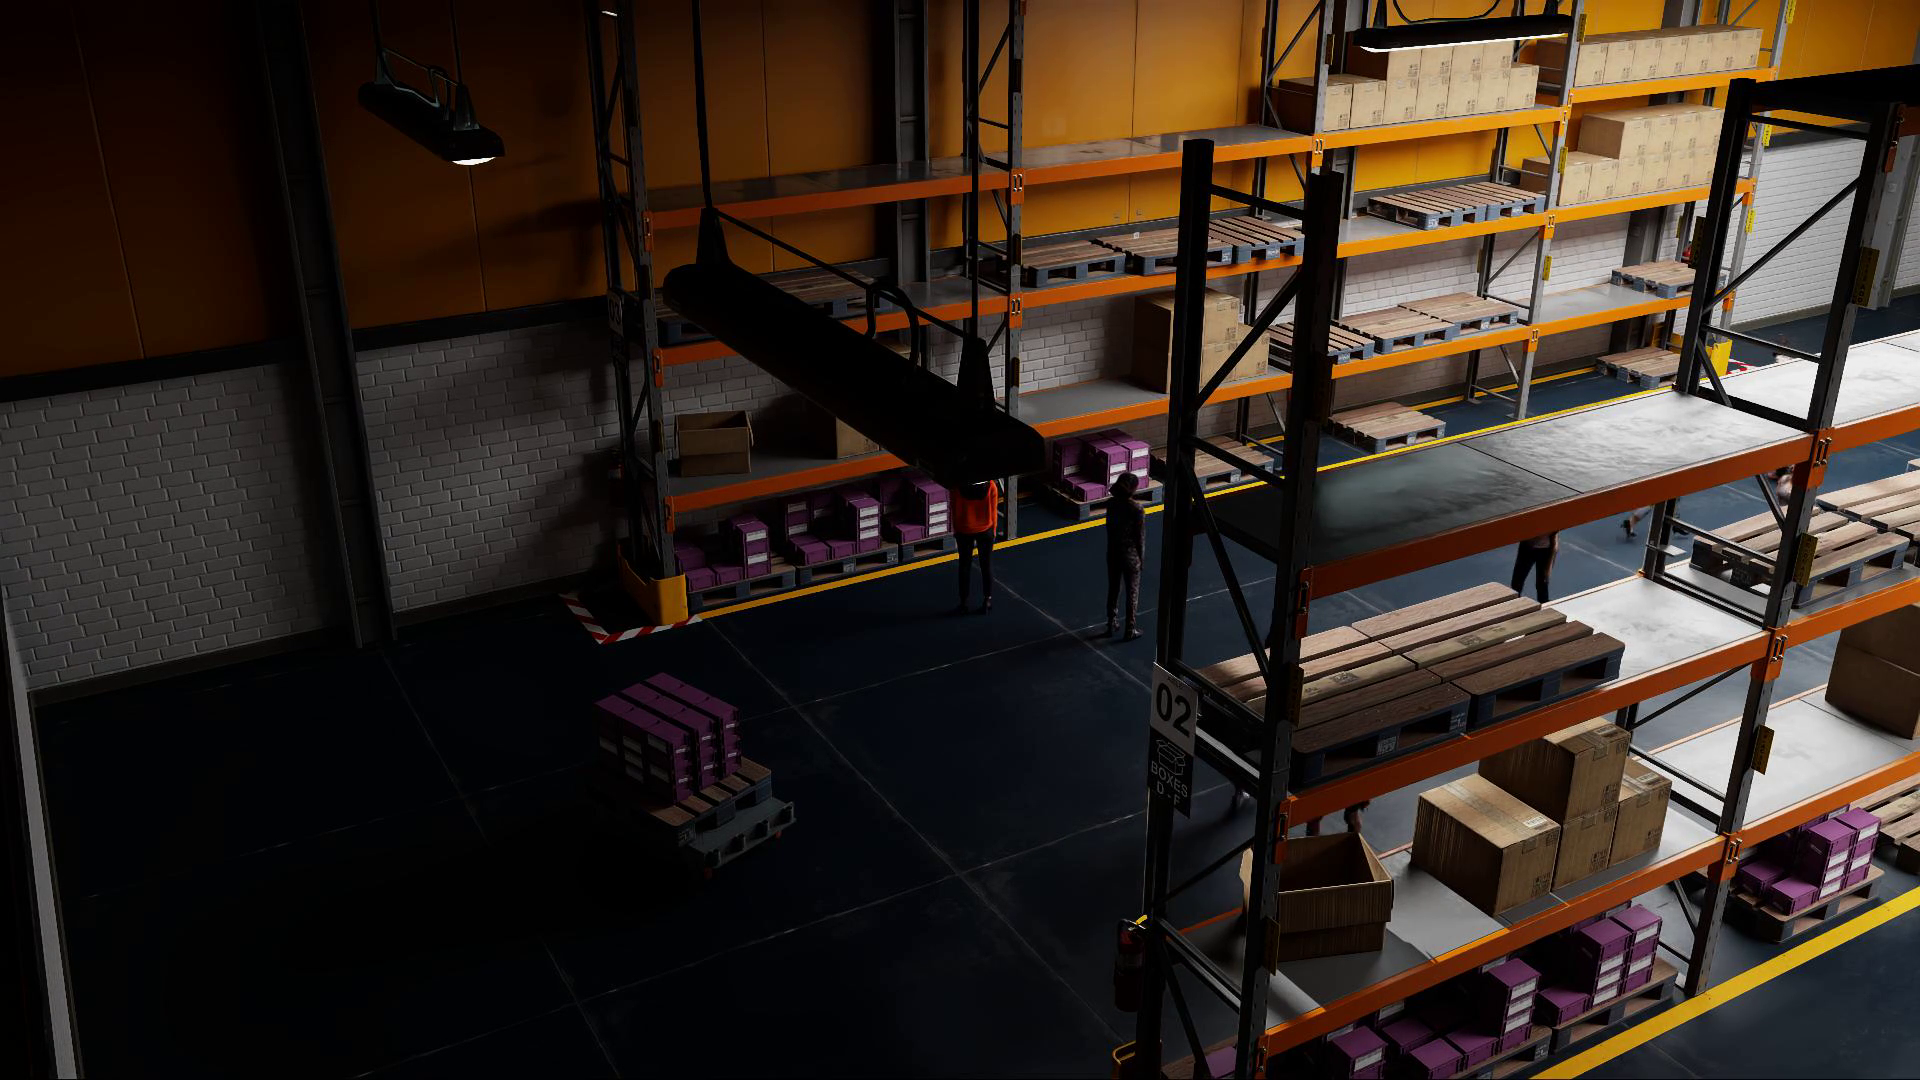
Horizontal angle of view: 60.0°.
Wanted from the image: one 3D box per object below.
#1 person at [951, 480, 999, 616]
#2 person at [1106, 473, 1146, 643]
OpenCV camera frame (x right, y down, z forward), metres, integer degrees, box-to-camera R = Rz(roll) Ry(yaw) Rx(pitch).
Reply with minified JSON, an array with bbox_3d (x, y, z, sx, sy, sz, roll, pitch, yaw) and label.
[{"bbox_3d":[0.151,-0.081,16.543,0.658,1.747,0.767,0,24,0],"label":"person"},{"bbox_3d":[1.586,0.147,16.066,0.647,1.713,0.663,18,30,36],"label":"person"}]
